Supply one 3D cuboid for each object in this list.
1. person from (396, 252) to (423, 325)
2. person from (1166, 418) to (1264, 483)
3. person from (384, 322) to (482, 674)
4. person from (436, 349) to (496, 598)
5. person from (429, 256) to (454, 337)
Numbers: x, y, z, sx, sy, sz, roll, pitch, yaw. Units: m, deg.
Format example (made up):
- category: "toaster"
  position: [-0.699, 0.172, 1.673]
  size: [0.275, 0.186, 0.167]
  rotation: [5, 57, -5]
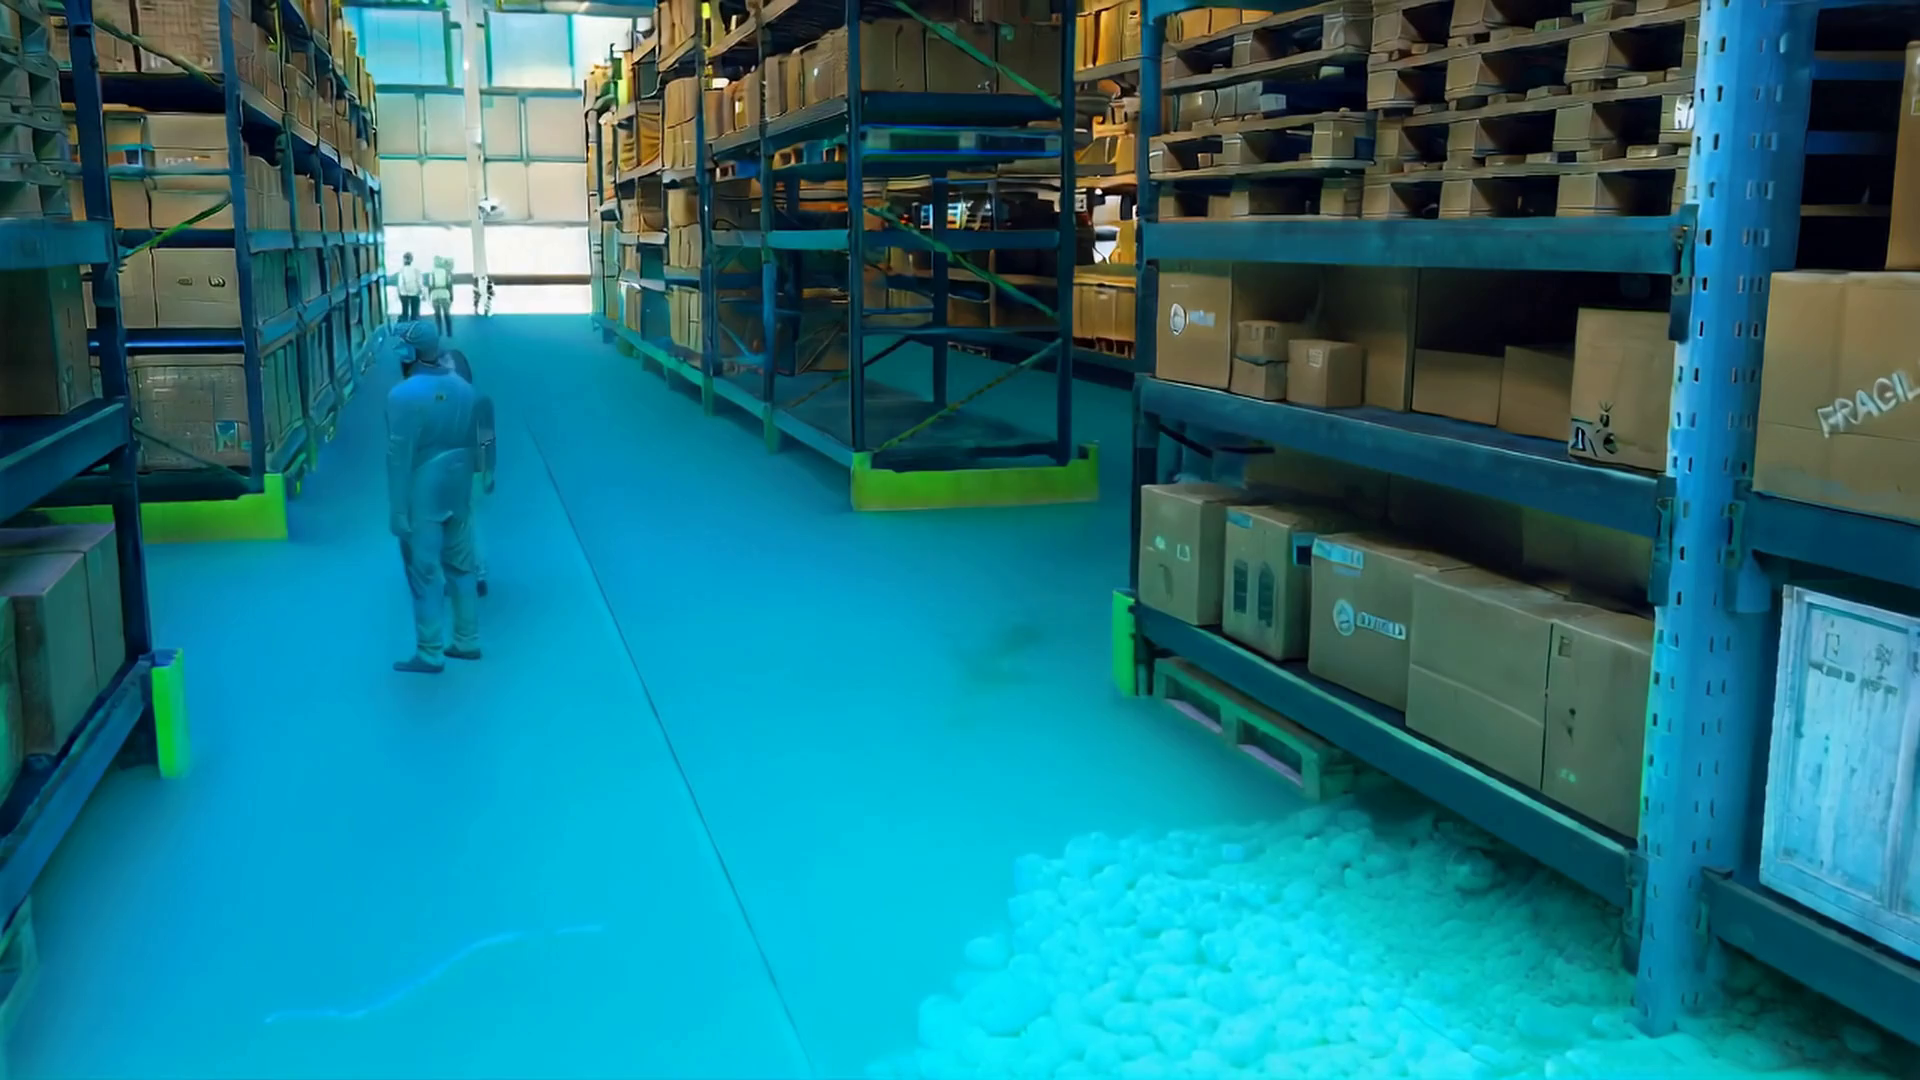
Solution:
- category: "person"
  position: [-13.319, -5.973, 40.265]
  size: [0.608, 1.986, 0.391]
  rotation: [-4, 11, -20]
- category: "person"
  position: [1.598, -0.470, 10.498]
  size: [0.633, 1.841, 0.429]
  rotation: [-1, 10, -5]
- category: "person"
  position: [-2.890, -0.229, 9.033]
  size: [0.399, 1.899, 0.651]
  rotation: [4, 11, 21]
- category: "person"
  position: [-3.273, -0.428, 10.835]
  size: [0.499, 1.634, 0.278]
  rotation: [0, 10, -2]
- category: "person"
  position: [-12.095, -5.681, 38.866]
  size: [0.558, 1.916, 0.733]
  rotation: [-5, 12, -27]
